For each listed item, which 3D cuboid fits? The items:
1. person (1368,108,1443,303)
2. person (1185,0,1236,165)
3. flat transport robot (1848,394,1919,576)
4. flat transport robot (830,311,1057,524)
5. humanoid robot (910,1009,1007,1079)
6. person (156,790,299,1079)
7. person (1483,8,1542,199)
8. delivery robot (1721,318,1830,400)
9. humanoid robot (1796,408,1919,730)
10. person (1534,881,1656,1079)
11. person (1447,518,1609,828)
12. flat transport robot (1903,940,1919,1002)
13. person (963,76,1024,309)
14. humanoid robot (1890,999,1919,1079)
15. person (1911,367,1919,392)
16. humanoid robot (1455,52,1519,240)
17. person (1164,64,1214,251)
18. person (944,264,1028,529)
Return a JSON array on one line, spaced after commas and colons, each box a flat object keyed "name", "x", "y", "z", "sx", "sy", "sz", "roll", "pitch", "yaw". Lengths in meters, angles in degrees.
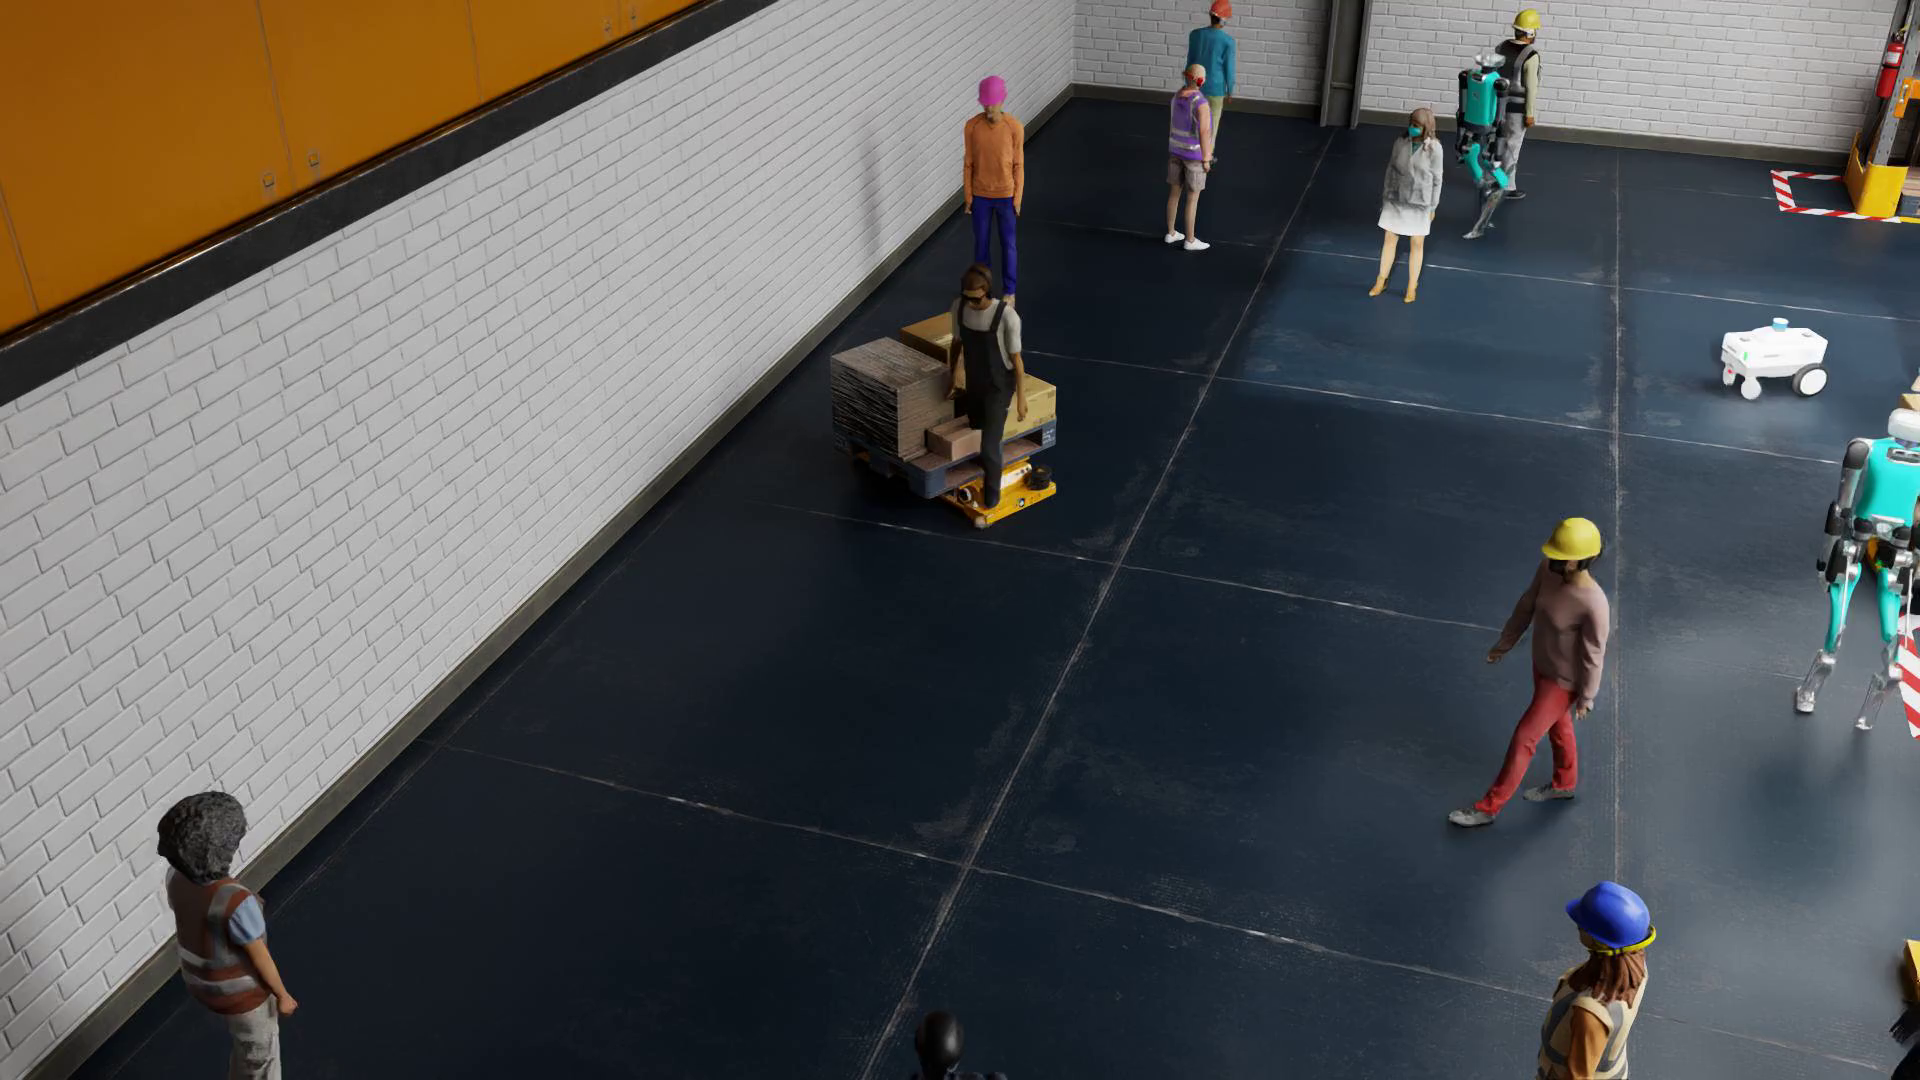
[{"name": "person", "x": 3.795, "y": -2.825, "z": 14.054, "sx": 0.487, "sy": 1.661, "sz": 0.343, "roll": 18, "pitch": 35, "yaw": 28}, {"name": "person", "x": 2.563, "y": -4.688, "z": 17.151, "sx": 0.567, "sy": 1.737, "sz": 0.477, "roll": 24, "pitch": 38, "yaw": 34}, {"name": "flat transport robot", "x": 6.480, "y": 0.068, "z": 10.510, "sx": 1.431, "sy": 0.231, "sz": 0.659, "roll": 5, "pitch": 31, "yaw": 9}, {"name": "flat transport robot", "x": -0.067, "y": -0.537, "z": 11.539, "sx": 0.659, "sy": 0.231, "sz": 1.431, "roll": -25, "pitch": 38, "yaw": -35}, {"name": "humanoid robot", "x": -0.078, "y": 2.200, "z": 5.496, "sx": 0.586, "sy": 1.647, "sz": 0.336, "roll": -7, "pitch": 31, "yaw": -12}, {"name": "person", "x": -2.770, "y": 1.668, "z": 6.390, "sx": 0.479, "sy": 1.672, "sz": 0.388, "roll": 17, "pitch": 35, "yaw": 27}, {"name": "person", "x": 5.463, "y": -4.290, "z": 16.379, "sx": 0.404, "sy": 1.836, "sz": 0.589, "roll": -12, "pitch": 33, "yaw": -20}, {"name": "delivery robot", "x": 6.235, "y": -1.404, "z": 12.723, "sx": 0.754, "sy": 0.586, "sz": 0.524, "roll": -5, "pitch": 31, "yaw": -8}, {"name": "humanoid robot", "x": 4.807, "y": 0.239, "z": 8.782, "sx": 0.530, "sy": 1.773, "sz": 0.754, "roll": 12, "pitch": 33, "yaw": 19}, {"name": "person", "x": 2.168, "y": 1.912, "z": 5.882, "sx": 0.315, "sy": 1.778, "sz": 0.469, "roll": 21, "pitch": 37, "yaw": 32}, {"name": "person", "x": 2.800, "y": 0.646, "z": 8.087, "sx": 0.848, "sy": 1.728, "sz": 0.539, "roll": -4, "pitch": 31, "yaw": -6}, {"name": "flat transport robot", "x": 4.907, "y": 2.061, "z": 7.120, "sx": 1.431, "sy": 0.231, "sz": 0.659, "roll": 8, "pitch": 31, "yaw": 13}, {"name": "person", "x": 0.271, "y": -2.888, "z": 13.865, "sx": 0.512, "sy": 1.974, "sz": 0.406, "roll": 6, "pitch": 31, "yaw": 10}, {"name": "humanoid robot", "x": 3.862, "y": 1.738, "z": 6.287, "sx": 0.594, "sy": 1.637, "sz": 0.336, "roll": -10, "pitch": 32, "yaw": -16}, {"name": "person", "x": 7.463, "y": -1.898, "z": 12.274, "sx": 0.389, "sy": 1.870, "sz": 0.529, "roll": 1, "pitch": 30, "yaw": 2}, {"name": "humanoid robot", "x": 4.932, "y": -3.599, "z": 15.402, "sx": 0.797, "sy": 1.886, "sz": 0.544, "roll": -20, "pitch": 36, "yaw": -30}, {"name": "person", "x": 2.079, "y": -3.477, "z": 15.135, "sx": 0.346, "sy": 1.694, "sz": 0.481, "roll": -21, "pitch": 36, "yaw": -31}, {"name": "person", "x": 0.153, "y": -0.952, "z": 10.738, "sx": 0.623, "sy": 1.792, "sz": 0.682, "roll": 22, "pitch": 37, "yaw": 33}]
